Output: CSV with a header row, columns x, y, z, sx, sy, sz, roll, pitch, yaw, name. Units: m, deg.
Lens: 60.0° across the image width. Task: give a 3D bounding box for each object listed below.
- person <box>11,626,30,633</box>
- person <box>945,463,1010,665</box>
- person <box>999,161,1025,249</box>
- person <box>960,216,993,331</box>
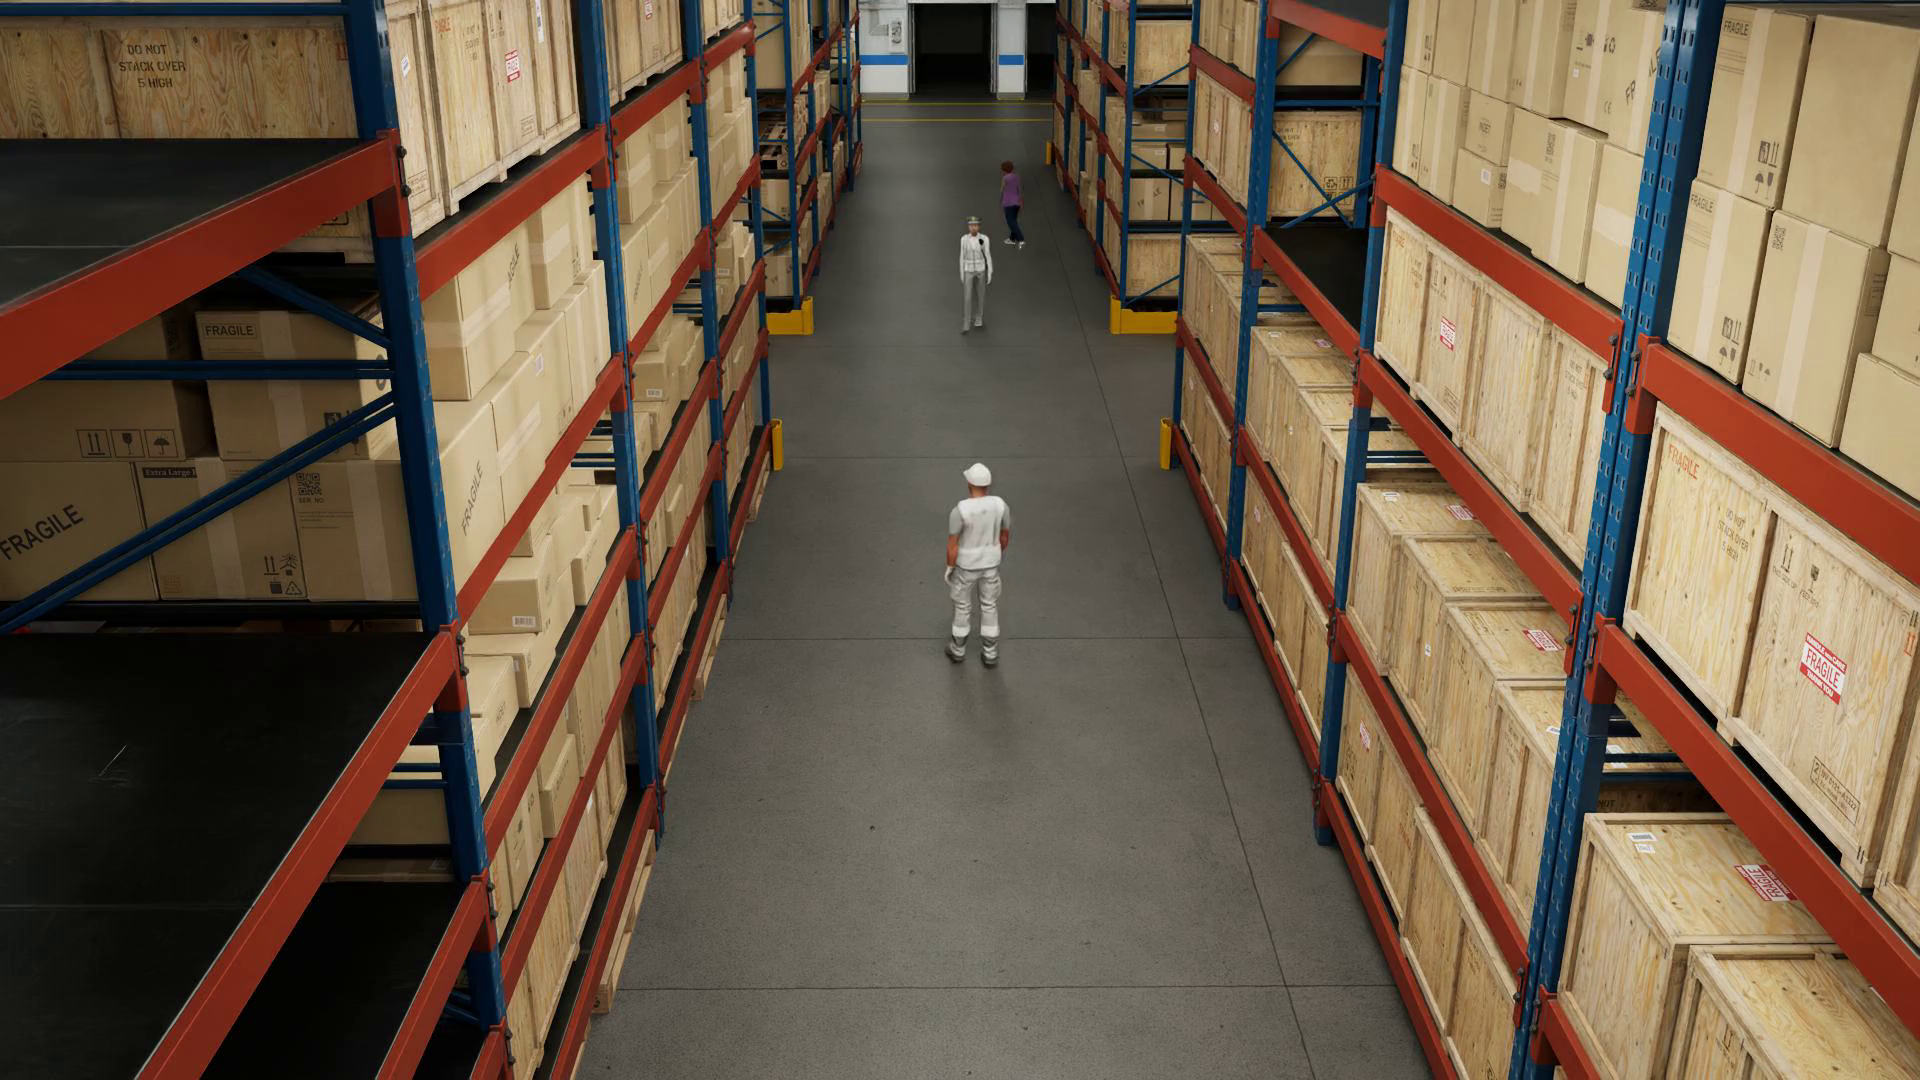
x,y,z,sx,sy,sz,roll,pitch,yaw,name
-6.665,1.159,11.632,0.523,1.716,0.803,-1,22,-2,person
0.119,0.182,13.994,0.588,1.800,0.512,-7,22,-17,person
0.947,-6.087,30.193,0.476,1.560,0.781,-16,27,-35,person
0.234,-3.951,24.636,0.493,1.675,0.771,1,22,2,person
